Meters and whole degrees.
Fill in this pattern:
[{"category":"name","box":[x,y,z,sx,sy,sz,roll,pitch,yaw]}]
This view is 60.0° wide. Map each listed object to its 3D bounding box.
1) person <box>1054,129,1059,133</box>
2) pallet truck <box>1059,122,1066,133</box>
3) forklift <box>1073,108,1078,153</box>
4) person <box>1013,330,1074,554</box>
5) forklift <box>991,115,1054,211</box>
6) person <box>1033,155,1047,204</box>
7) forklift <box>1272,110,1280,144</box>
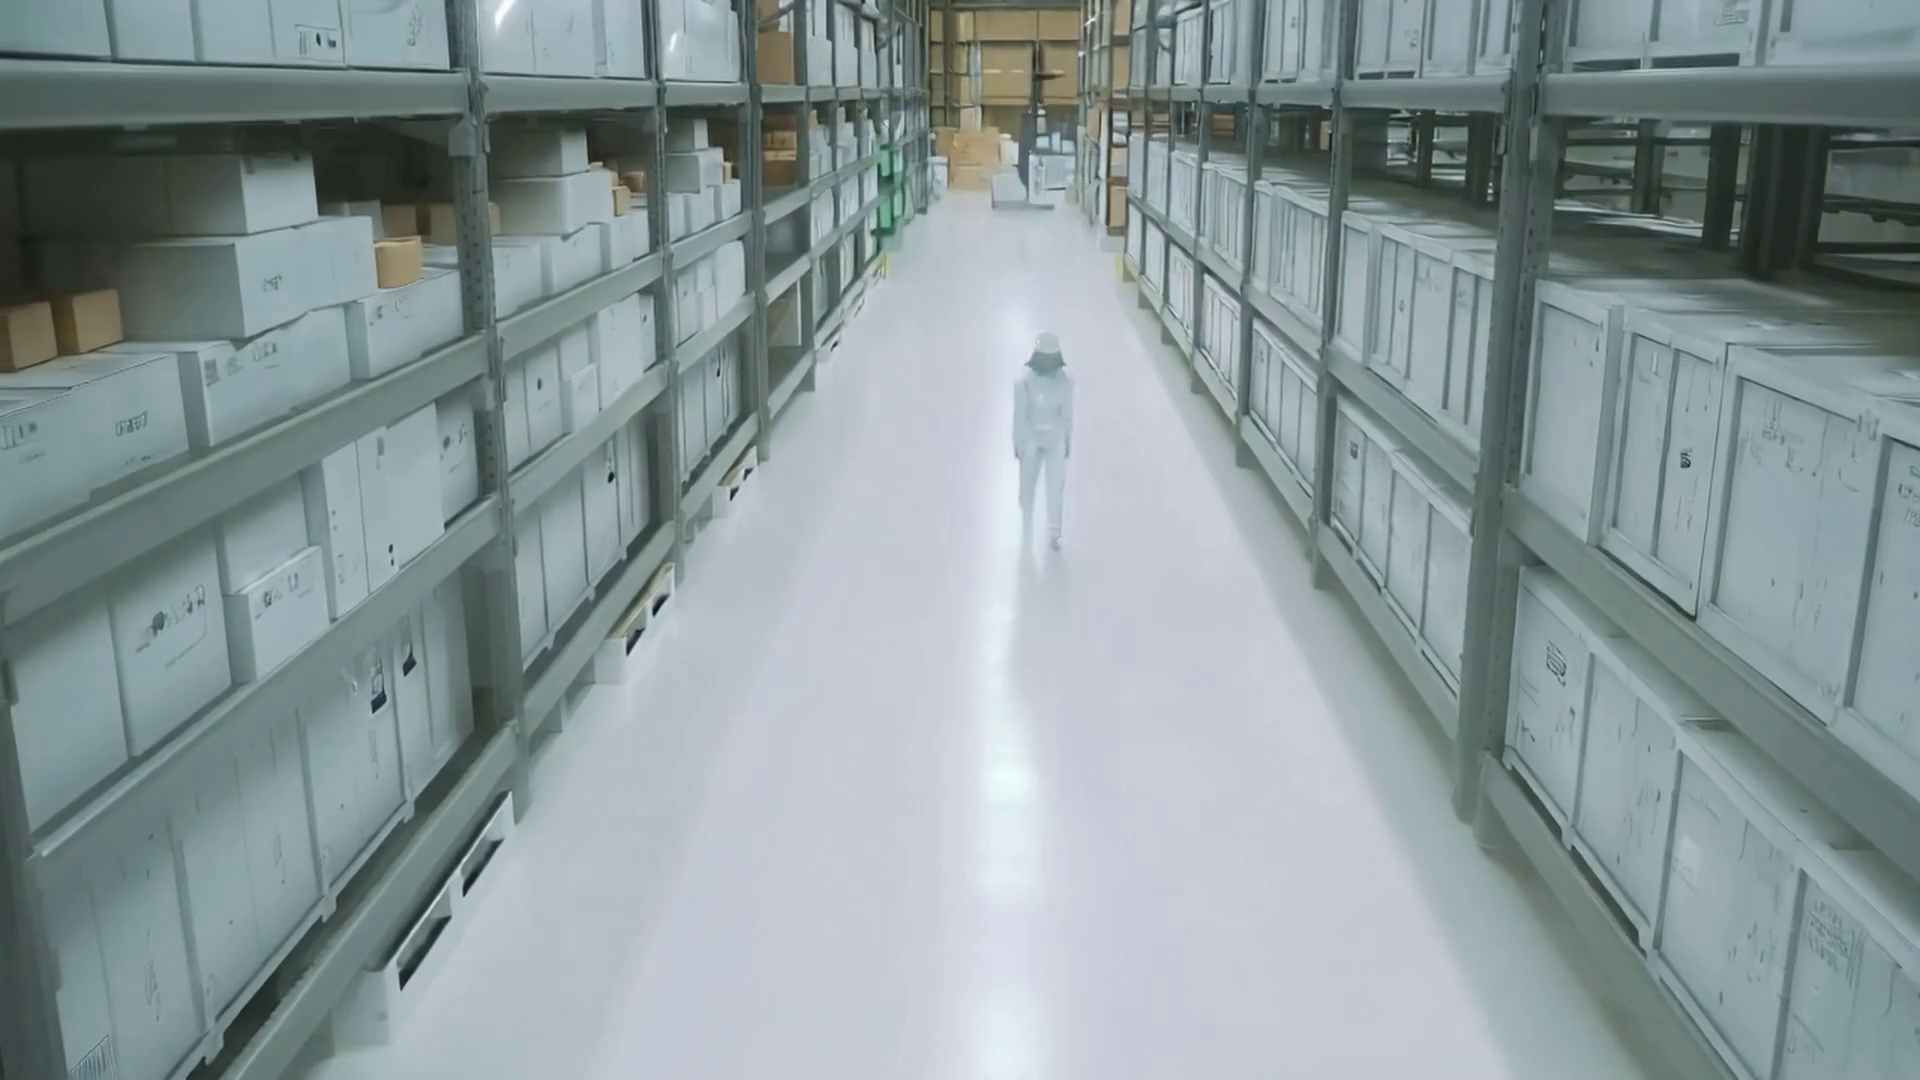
[{"category":"person","box":[4.974,-20.411,86.083,0.314,1.641,0.515,5,16,19]},{"category":"pallet truck","box":[5.788,-21.111,88.014,1.885,1.965,0.823,5,16,18]},{"category":"forklift","box":[5.670,-18.430,76.362,1.129,2.768,1.873,-7,17,-24]},{"category":"person","box":[0.643,-0.813,13.043,0.486,1.710,0.831,-1,15,-4]},{"category":"forklift","box":[1.894,-11.344,49.997,1.873,2.768,1.129,0,15,2]},{"category":"person","box":[2.477,-11.146,51.616,0.524,1.639,0.306,-8,17,-29]},{"category":"forklift","box":[12.387,-15.498,65.453,1.873,2.768,1.129,-5,16,-18]}]
